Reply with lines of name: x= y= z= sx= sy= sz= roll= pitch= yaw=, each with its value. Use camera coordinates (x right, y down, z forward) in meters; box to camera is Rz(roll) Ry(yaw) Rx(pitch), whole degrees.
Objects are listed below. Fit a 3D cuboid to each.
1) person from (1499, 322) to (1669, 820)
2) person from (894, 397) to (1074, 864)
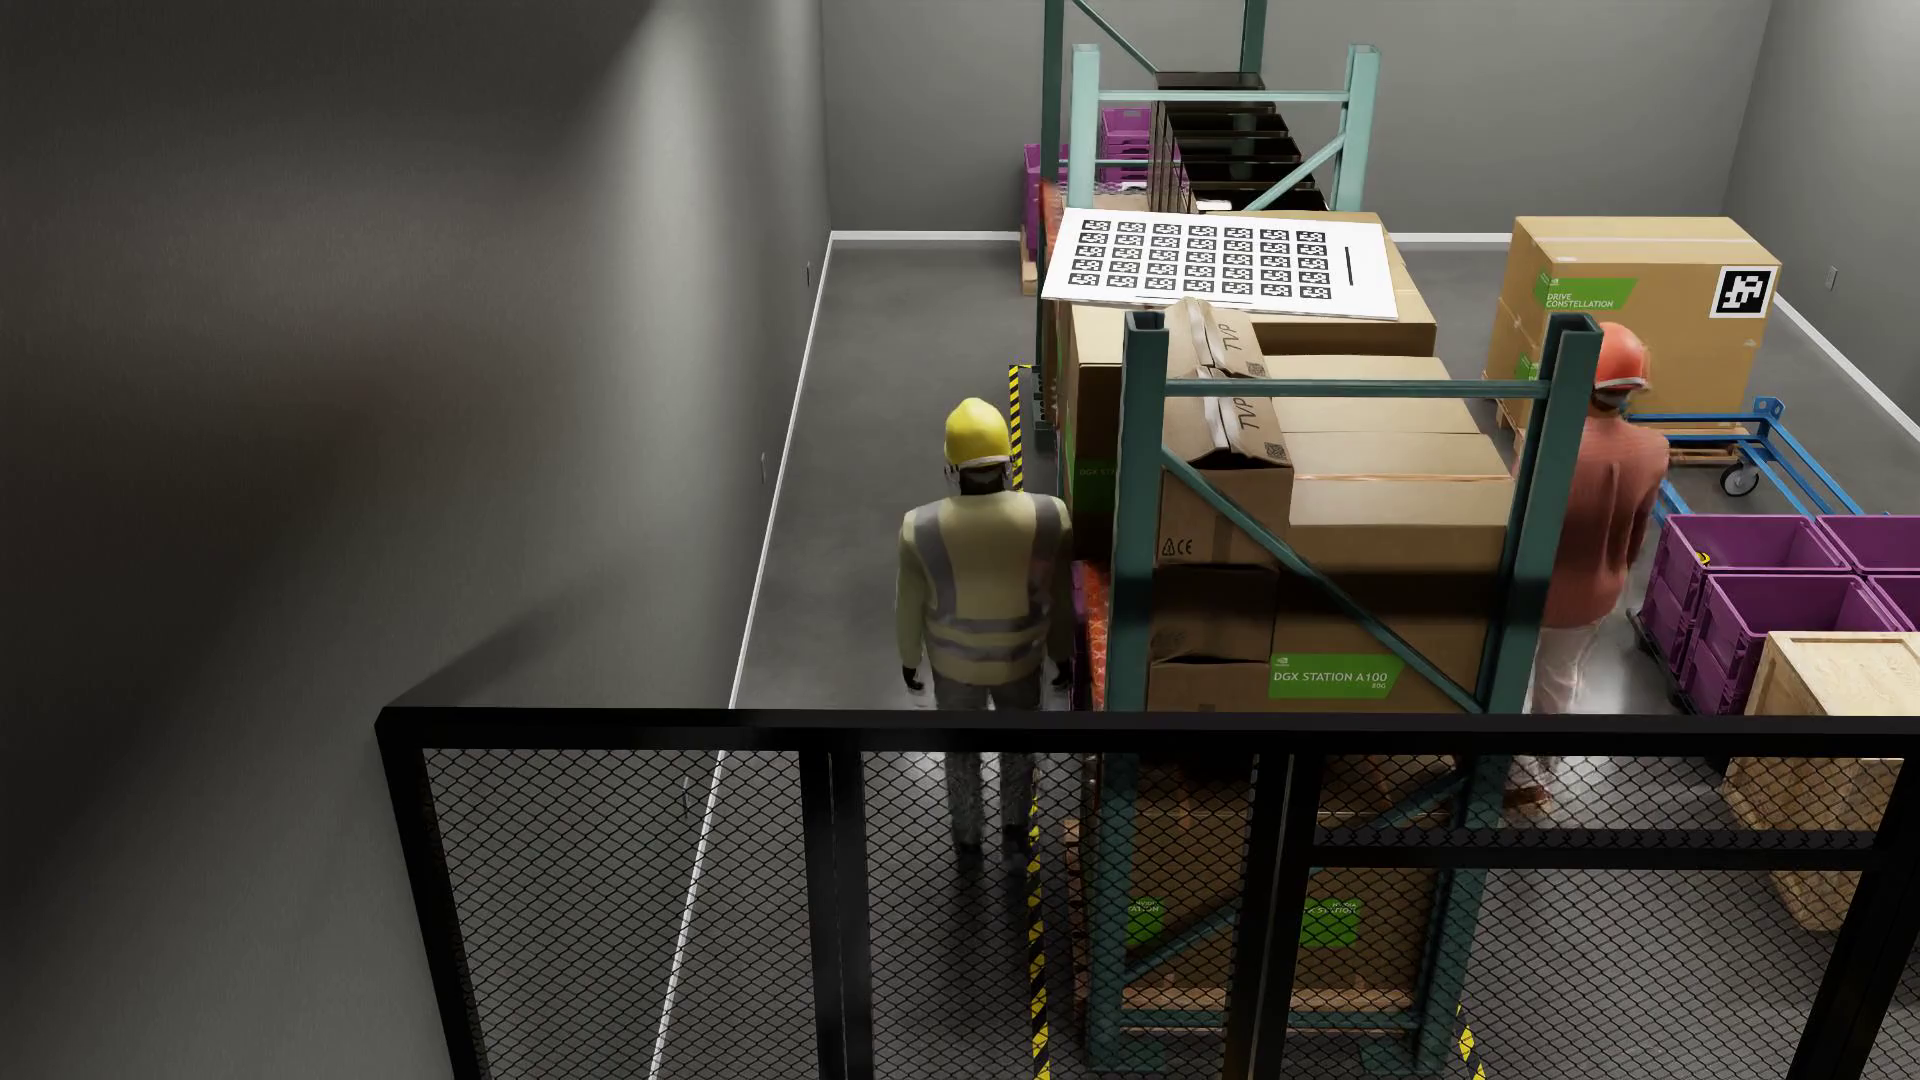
person: x=2.125 y=0.164 z=5.903 sx=0.636 sy=1.977 sz=0.441 roll=-9 pitch=32 yaw=-14
person: x=0.080 y=0.363 z=5.728 sx=0.615 sy=1.812 sz=0.423 roll=-3 pitch=31 yaw=-5
